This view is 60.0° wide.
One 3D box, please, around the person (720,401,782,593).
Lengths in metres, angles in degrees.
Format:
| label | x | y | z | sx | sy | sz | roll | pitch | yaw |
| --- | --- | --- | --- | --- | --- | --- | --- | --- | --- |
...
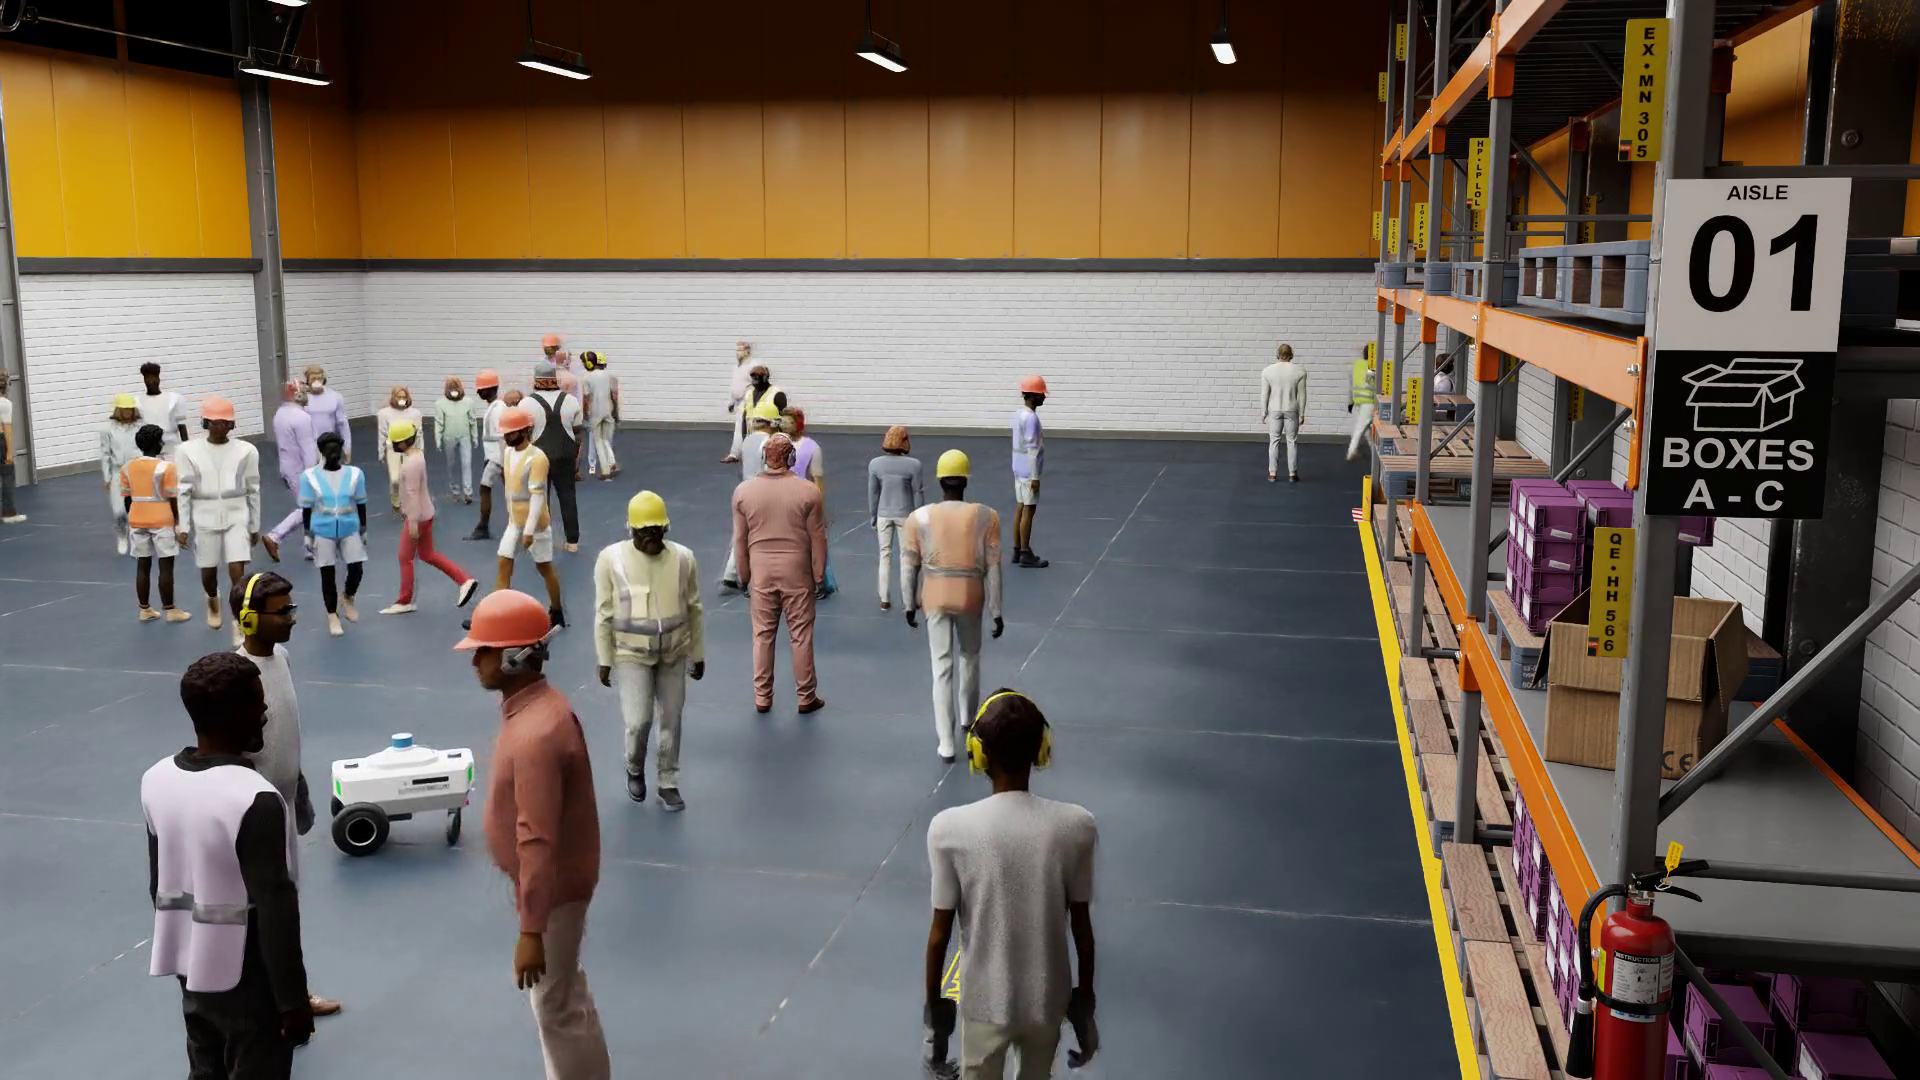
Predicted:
| label | x | y | z | sx | sy | sz | roll | pitch | yaw |
| --- | --- | --- | --- | --- | --- | --- | --- | --- | --- |
| person | -1.816 | -0.393 | 15.372 | 0.961 | 1.781 | 0.593 | -8 | 12 | -38 |

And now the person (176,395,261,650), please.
| label | x | y | z | sx | sy | sz | roll | pitch | yaw |
| --- | --- | --- | --- | --- | --- | --- | --- | --- | --- |
| person | -5.905 | -0.164 | 13.292 | 0.620 | 2.018 | 0.831 | -4 | 10 | -25 |

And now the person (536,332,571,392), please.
| label | x | y | z | sx | sy | sz | roll | pitch | yaw |
| --- | --- | --- | --- | --- | --- | --- | --- | --- | --- |
| person | -6.076 | -2.120 | 25.060 | 0.617 | 2.024 | 0.850 | 6 | 11 | 31 |

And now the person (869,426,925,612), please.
| label | x | y | z | sx | sy | sz | roll | pitch | yaw |
| --- | --- | --- | --- | --- | --- | --- | --- | --- | --- |
| person | -0.553 | -0.179 | 14.555 | 0.520 | 1.623 | 0.310 | 3 | 10 | 17 |

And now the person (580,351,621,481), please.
| label | x | y | z | sx | sy | sz | roll | pitch | yaw |
| --- | --- | --- | --- | --- | --- | --- | --- | --- | --- |
| person | -5.044 | -1.729 | 23.242 | 0.379 | 1.837 | 0.589 | 9 | 13 | 44 |

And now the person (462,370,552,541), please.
| label | x | y | z | sx | sy | sz | roll | pitch | yaw |
| --- | --- | --- | --- | --- | --- | --- | --- | --- | --- |
| person | -5.001 | -0.931 | 18.313 | 0.951 | 1.901 | 0.555 | -3 | 10 | -15 |

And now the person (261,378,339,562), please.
| label | x | y | z | sx | sy | sz | roll | pitch | yaw |
| --- | --- | --- | --- | --- | --- | --- | --- | --- | --- |
| person | -6.730 | -0.694 | 16.850 | 0.713 | 1.889 | 0.654 | -7 | 12 | -38 |

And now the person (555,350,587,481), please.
| label | x | y | z | sx | sy | sz | roll | pitch | yaw |
| --- | --- | --- | --- | --- | --- | --- | --- | --- | --- |
| person | -5.544 | -1.679 | 22.918 | 0.653 | 1.880 | 0.903 | 5 | 11 | 26 |

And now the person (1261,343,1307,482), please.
| label | x | y | z | sx | sy | sz | roll | pitch | yaw |
| --- | --- | --- | --- | --- | --- | --- | --- | --- | --- |
| person | 4.505 | -1.765 | 23.180 | 0.629 | 1.932 | 0.379 | 2 | 10 | 14 |

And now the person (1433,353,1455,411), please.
| label | x | y | z | sx | sy | sz | roll | pitch | yaw |
| --- | --- | --- | --- | --- | --- | --- | --- | --- | --- |
| person | 6.499 | -1.604 | 22.478 | 0.429 | 1.841 | 0.633 | -1 | 9 | -5 |

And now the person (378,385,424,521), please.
| label | x | y | z | sx | sy | sz | roll | pitch | yaw |
| --- | --- | --- | --- | --- | --- | --- | --- | --- | --- |
| person | -6.565 | -1.015 | 19.572 | 0.518 | 1.614 | 0.353 | -5 | 11 | -28 |

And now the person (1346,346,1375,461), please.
| label | x | y | z | sx | sy | sz | roll | pitch | yaw |
| --- | --- | --- | --- | --- | --- | --- | --- | --- | --- |
| person | 6.356 | -2.128 | 25.796 | 0.975 | 1.789 | 0.651 | -5 | 11 | -30 |

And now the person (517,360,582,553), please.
| label | x | y | z | sx | sy | sz | roll | pitch | yaw |
| --- | --- | --- | --- | --- | --- | --- | --- | --- | --- |
| person | -4.324 | -0.870 | 17.456 | 0.675 | 2.000 | 0.537 | -5 | 11 | -30 |

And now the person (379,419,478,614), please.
| label | x | y | z | sx | sy | sz | roll | pitch | yaw |
| --- | --- | --- | --- | --- | --- | --- | --- | --- | --- |
| person | -4.648 | -0.203 | 14.427 | 0.771 | 1.717 | 0.550 | -2 | 10 | -12 |

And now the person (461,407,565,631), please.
| label | x | y | z | sx | sy | sz | roll | pitch | yaw |
| --- | --- | --- | --- | --- | --- | --- | --- | --- | --- |
| person | -3.604 | -0.132 | 13.472 | 0.563 | 1.882 | 0.981 | 8 | 12 | 40 |

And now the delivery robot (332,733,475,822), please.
| label | x | y | z | sx | sy | sz | roll | pitch | yaw |
| --- | --- | --- | --- | --- | --- | --- | --- | --- | --- |
| delivery robot | -2.933 | 1.264 | 8.781 | 0.707 | 0.478 | 0.477 | -4 | 10 | -21 |

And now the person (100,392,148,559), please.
| label | x | y | z | sx | sy | sz | roll | pitch | yaw |
| --- | --- | --- | --- | --- | --- | --- | --- | --- | --- |
| person | -8.514 | -0.656 | 17.064 | 0.503 | 1.731 | 0.379 | -6 | 11 | -32 |

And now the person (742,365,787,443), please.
| label | x | y | z | sx | sy | sz | roll | pitch | yaw |
| --- | --- | --- | --- | --- | --- | --- | --- | --- | --- |
| person | -2.384 | -1.202 | 20.099 | 0.647 | 1.824 | 0.444 | 7 | 12 | 35 |

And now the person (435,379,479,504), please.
| label | x | y | z | sx | sy | sz | roll | pitch | yaw |
| --- | --- | --- | --- | --- | --- | --- | --- | --- | --- |
| person | -6.375 | -1.243 | 21.068 | 0.528 | 1.586 | 0.848 | -3 | 10 | -19 |

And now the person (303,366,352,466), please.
| label | x | y | z | sx | sy | sz | roll | pitch | yaw |
| --- | --- | --- | --- | --- | --- | --- | --- | --- | --- |
| person | -7.151 | -0.994 | 18.648 | 0.655 | 1.888 | 0.985 | -6 | 11 | -31 |

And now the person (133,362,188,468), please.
| label | x | y | z | sx | sy | sz | roll | pitch | yaw |
| --- | --- | --- | --- | --- | --- | --- | --- | --- | --- |
| person | -9.014 | -1.038 | 18.727 | 0.624 | 1.954 | 0.587 | -4 | 10 | -23 |

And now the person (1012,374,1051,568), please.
| label | x | y | z | sx | sy | sz | roll | pitch | yaw |
| --- | --- | --- | --- | --- | --- | --- | --- | --- | --- |
| person | 0.718 | -0.695 | 16.710 | 0.373 | 1.934 | 0.551 | -2 | 10 | -12 |

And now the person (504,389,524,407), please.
| label | x | y | z | sx | sy | sz | roll | pitch | yaw |
| --- | --- | --- | --- | --- | --- | --- | --- | --- | --- |
| person | -5.158 | -0.960 | 19.354 | 0.518 | 1.592 | 0.889 | 1 | 9 | 7 |

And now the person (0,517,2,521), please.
| label | x | y | z | sx | sy | sz | roll | pitch | yaw |
| --- | --- | --- | --- | --- | --- | --- | --- | --- | --- |
| person | -11.819 | -1.189 | 19.729 | 0.997 | 1.945 | 0.665 | 6 | 11 | 34 |

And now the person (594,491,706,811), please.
| label | x | y | z | sx | sy | sz | roll | pitch | yaw |
| --- | --- | --- | --- | --- | --- | --- | --- | --- | --- |
| person | -1.691 | 0.617 | 9.179 | 0.622 | 1.810 | 0.420 | -5 | 11 | -27 |

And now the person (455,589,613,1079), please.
| label | x | y | z | sx | sy | sz | roll | pitch | yaw |
| --- | --- | --- | --- | --- | --- | --- | --- | --- | --- |
| person | -1.358 | 1.150 | 5.444 | 0.483 | 1.995 | 0.788 | -3 | 10 | -16 |

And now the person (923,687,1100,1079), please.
| label | x | y | z | sx | sy | sz | roll | pitch | yaw |
| --- | --- | --- | --- | --- | --- | --- | --- | --- | --- |
| person | 0.159 | 1.351 | 4.708 | 0.518 | 1.840 | 0.732 | -1 | 10 | -9 |

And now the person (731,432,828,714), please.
| label | x | y | z | sx | sy | sz | roll | pitch | yaw |
| --- | --- | --- | --- | --- | --- | --- | --- | --- | --- |
| person | -1.200 | 0.227 | 11.246 | 0.639 | 1.910 | 0.406 | 1 | 10 | 7 |

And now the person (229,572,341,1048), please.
| label | x | y | z | sx | sy | sz | roll | pitch | yaw |
| --- | --- | --- | --- | --- | --- | --- | --- | --- | --- |
| person | -2.689 | 1.039 | 6.493 | 0.318 | 1.866 | 0.516 | 0 | 9 | 3 |

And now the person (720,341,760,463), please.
| label | x | y | z | sx | sy | sz | roll | pitch | yaw |
| --- | --- | --- | --- | --- | --- | --- | --- | --- | --- |
| person | -3.290 | -2.134 | 25.625 | 0.976 | 1.865 | 0.657 | -7 | 12 | -37 |

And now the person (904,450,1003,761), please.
| label | x | y | z | sx | sy | sz | roll | pitch | yaw |
| --- | --- | --- | --- | --- | --- | --- | --- | --- | --- |
| person | -0.045 | 0.372 | 10.459 | 0.611 | 1.874 | 0.994 | 0 | 9 | -2 |

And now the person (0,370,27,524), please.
| label | x | y | z | sx | sy | sz | roll | pitch | yaw |
| --- | --- | --- | --- | --- | --- | --- | --- | --- | --- |
| person | -11.227 | -1.050 | 19.228 | 0.578 | 1.812 | 0.743 | 3 | 10 | 20 |

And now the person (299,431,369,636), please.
| label | x | y | z | sx | sy | sz | roll | pitch | yaw |
| --- | --- | --- | --- | --- | --- | --- | --- | --- | --- |
| person | -5.121 | -0.057 | 13.622 | 0.541 | 1.689 | 0.400 | -5 | 11 | -29 |

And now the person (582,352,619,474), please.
| label | x | y | z | sx | sy | sz | roll | pitch | yaw |
| --- | --- | --- | --- | --- | --- | --- | --- | --- | --- |
| person | -5.193 | -1.834 | 24.088 | 0.534 | 1.767 | 0.320 | -4 | 10 | -23 |

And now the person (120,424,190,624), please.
| label | x | y | z | sx | sy | sz | roll | pitch | yaw |
| --- | --- | --- | --- | --- | --- | --- | --- | --- | --- |
| person | -6.816 | -0.128 | 14.055 | 0.570 | 1.689 | 0.326 | 2 | 10 | 12 |

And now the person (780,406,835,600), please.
| label | x | y | z | sx | sy | sz | roll | pitch | yaw |
| --- | --- | --- | --- | --- | --- | --- | --- | --- | --- |
| person | -1.434 | -0.296 | 14.749 | 0.960 | 1.801 | 0.574 | -9 | 13 | -42 |

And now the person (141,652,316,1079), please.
| label | x | y | z | sx | sy | sz | roll | pitch | yaw |
| --- | --- | --- | --- | --- | --- | --- | --- | --- | --- |
| person | -2.142 | 1.275 | 4.899 | 0.587 | 1.920 | 0.391 | 6 | 11 | 32 |
